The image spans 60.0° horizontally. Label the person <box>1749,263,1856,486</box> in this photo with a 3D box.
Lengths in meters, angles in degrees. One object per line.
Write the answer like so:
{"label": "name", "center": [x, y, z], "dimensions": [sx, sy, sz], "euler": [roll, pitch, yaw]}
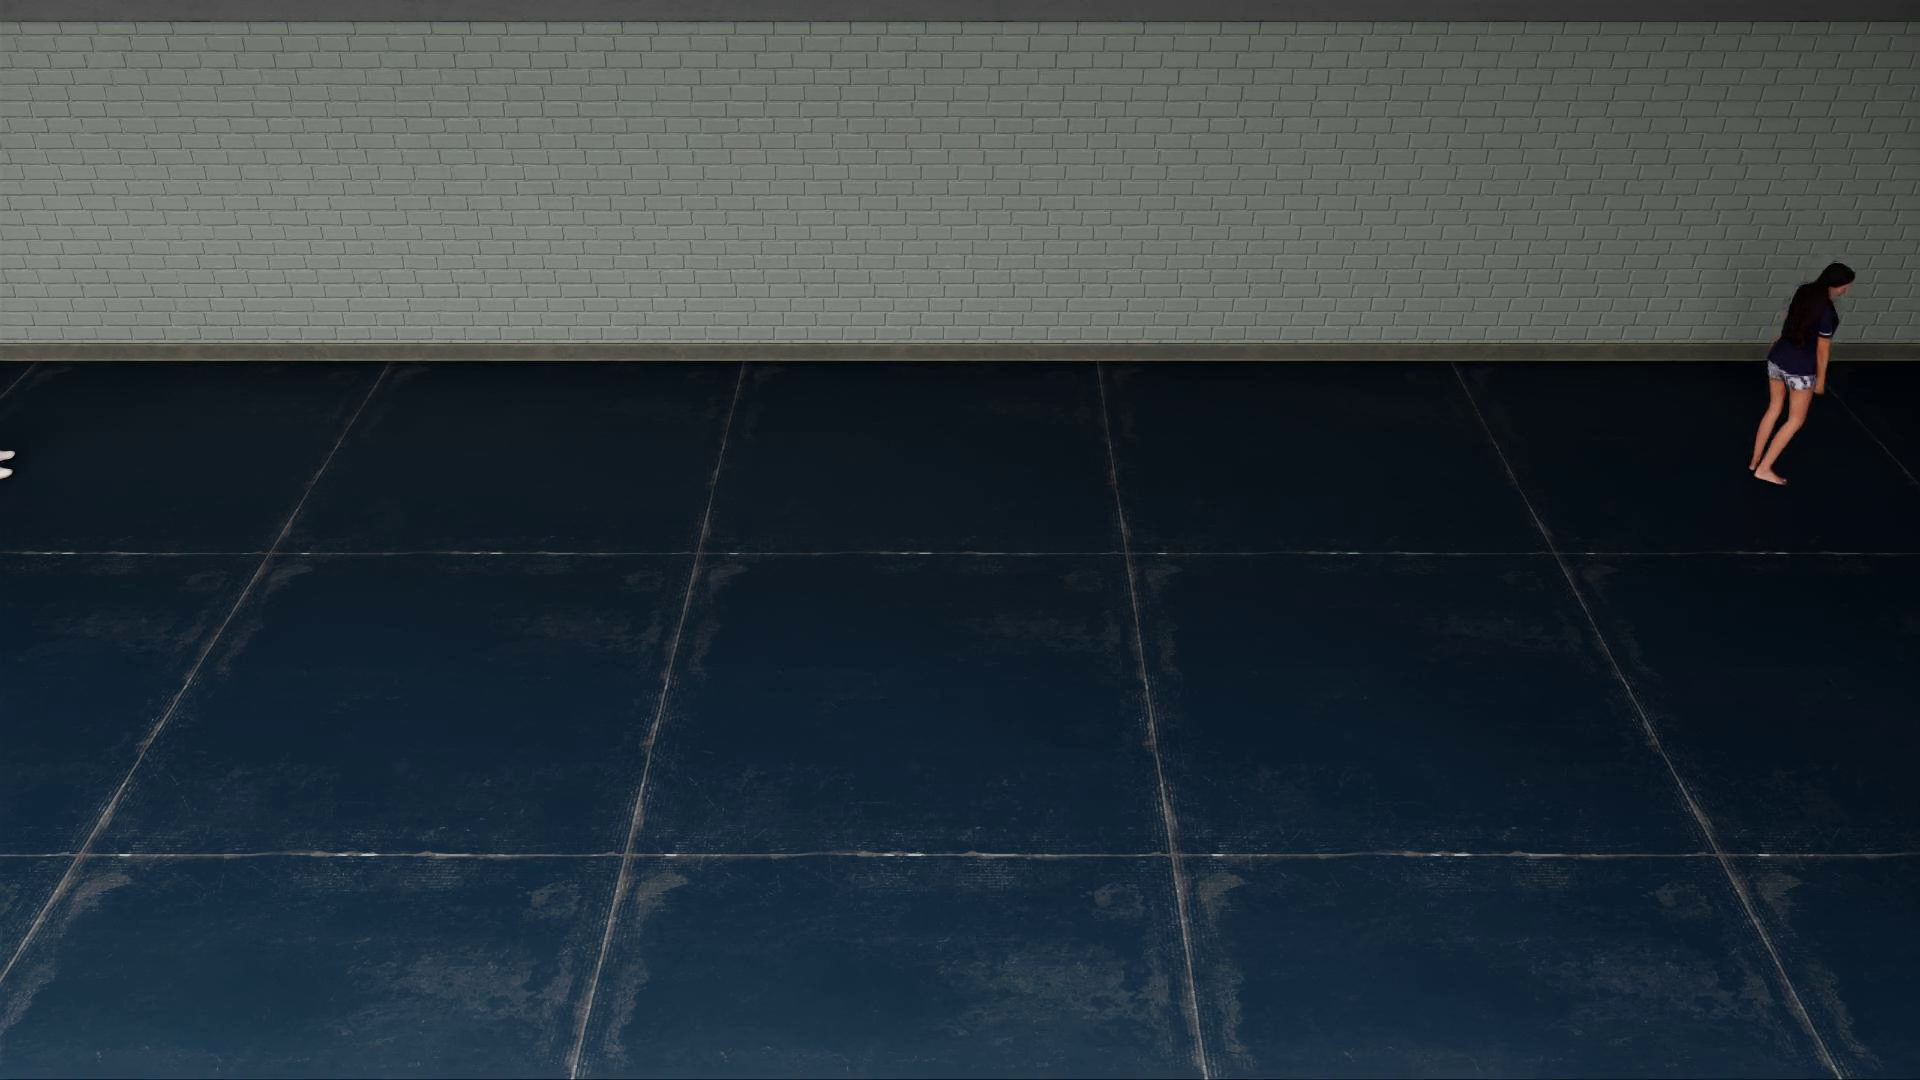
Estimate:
{"label": "person", "center": [6.066, -1.269, 12.121], "dimensions": [0.750, 1.750, 0.586], "euler": [-17, 37, -25]}
